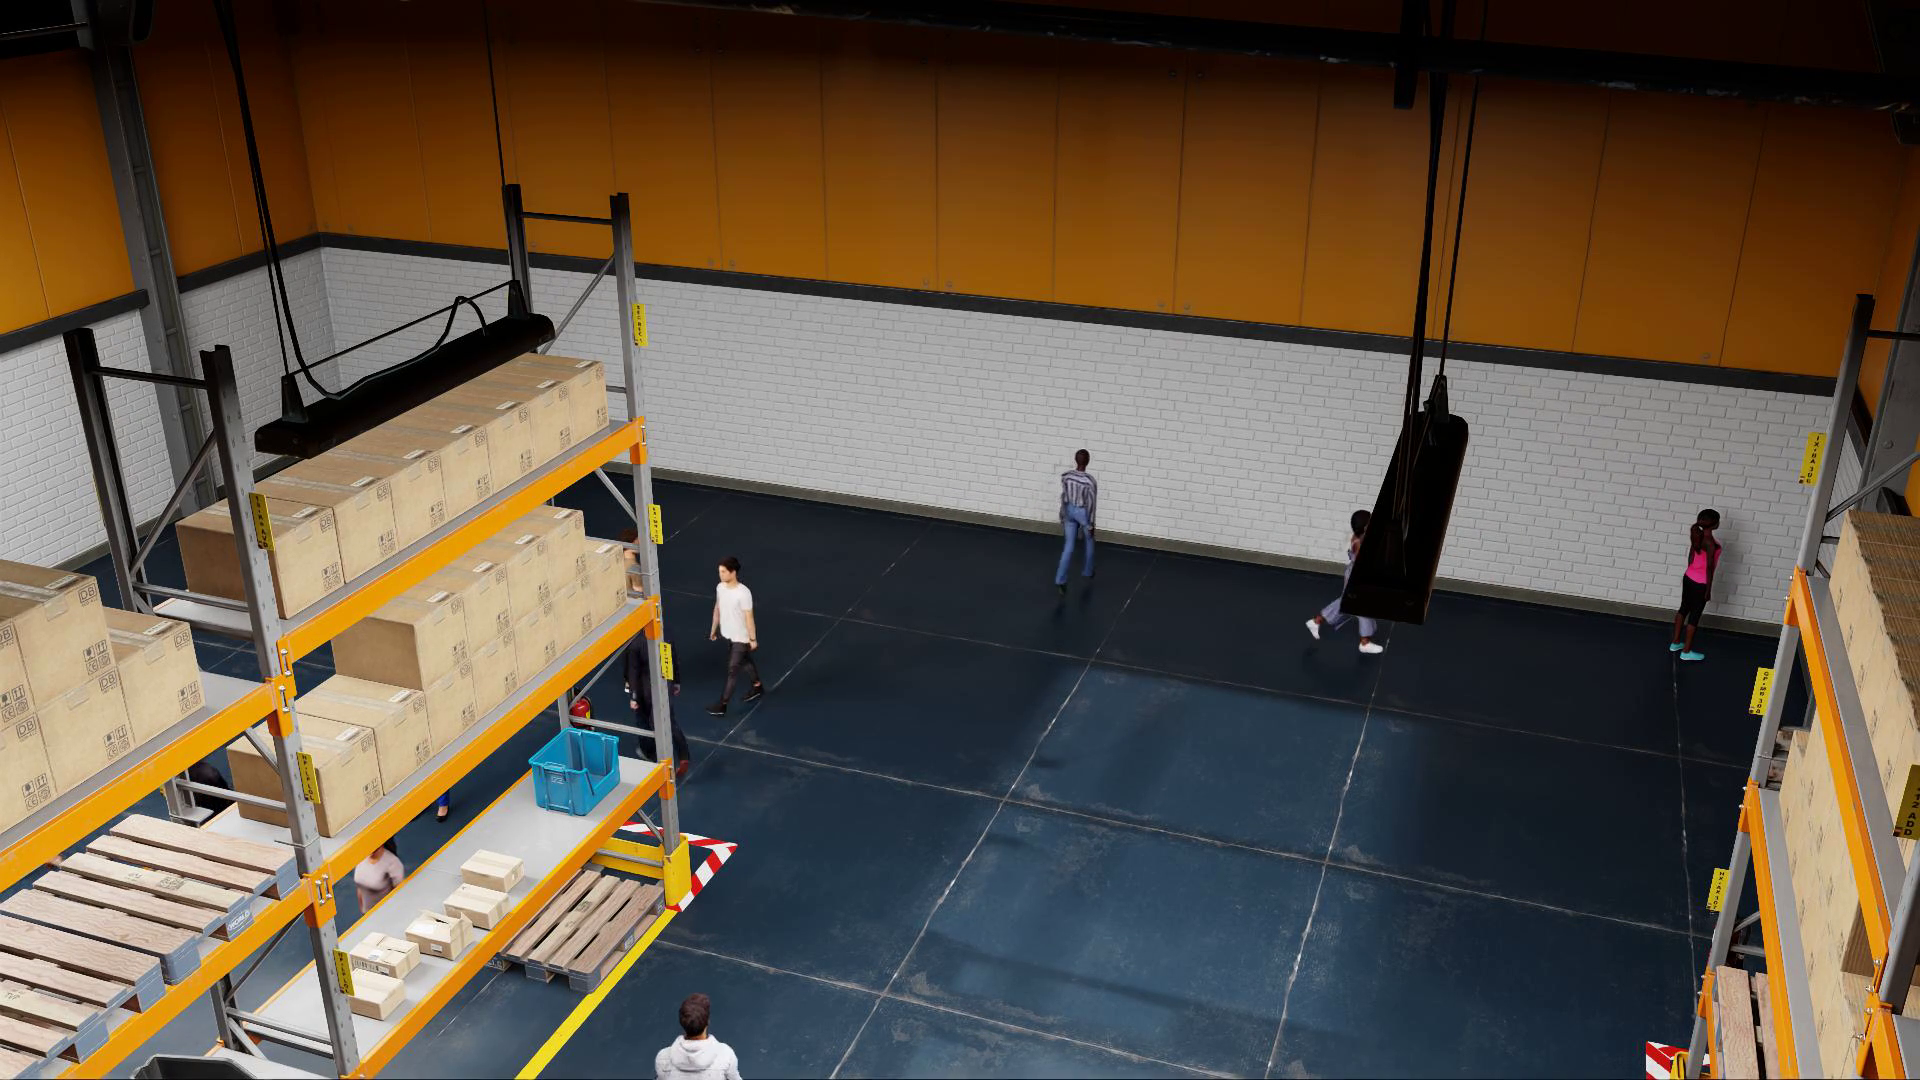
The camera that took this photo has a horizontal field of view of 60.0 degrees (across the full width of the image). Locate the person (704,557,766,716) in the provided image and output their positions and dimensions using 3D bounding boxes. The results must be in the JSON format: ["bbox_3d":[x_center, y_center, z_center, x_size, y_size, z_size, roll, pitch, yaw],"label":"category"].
[{"bbox_3d":[-2.212,0.932,17.007,1.144,1.687,0.961,-20,31,-38],"label":"person"}]

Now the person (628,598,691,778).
[{"bbox_3d":[-2.869,1.418,15.766,1.150,1.791,1.124,-17,29,-33],"label":"person"}]

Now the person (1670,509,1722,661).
[{"bbox_3d":[7.990,0.461,18.041,0.701,1.723,0.611,-2,24,-5],"label":"person"}]

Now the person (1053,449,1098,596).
[{"bbox_3d":[1.344,-0.178,19.458,0.762,1.757,1.161,12,26,26],"label":"person"}]

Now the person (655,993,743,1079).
[{"bbox_3d":[-1.620,3.722,10.339,0.807,1.915,0.808,-2,24,-5],"label":"person"}]

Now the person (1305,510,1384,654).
[{"bbox_3d":[4.244,0.448,18.132,0.776,1.672,1.062,4,24,8],"label":"person"}]
